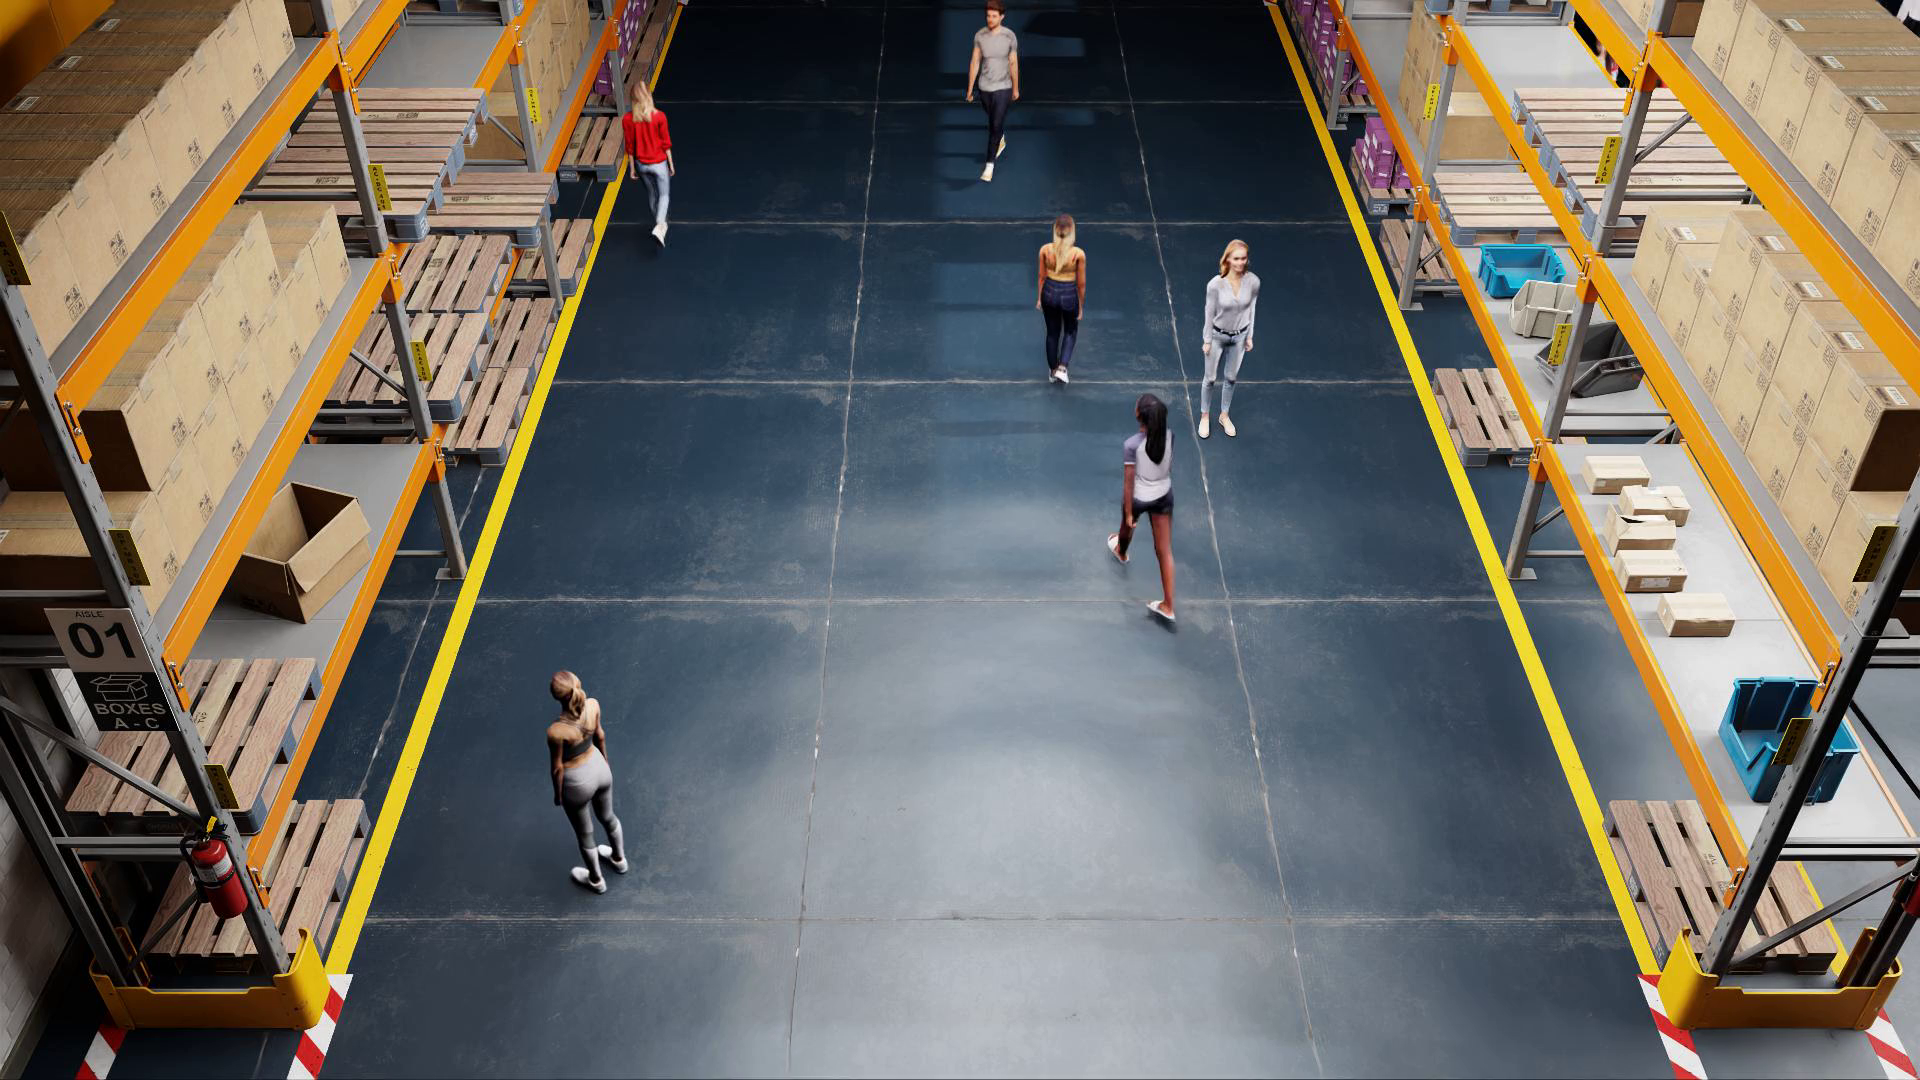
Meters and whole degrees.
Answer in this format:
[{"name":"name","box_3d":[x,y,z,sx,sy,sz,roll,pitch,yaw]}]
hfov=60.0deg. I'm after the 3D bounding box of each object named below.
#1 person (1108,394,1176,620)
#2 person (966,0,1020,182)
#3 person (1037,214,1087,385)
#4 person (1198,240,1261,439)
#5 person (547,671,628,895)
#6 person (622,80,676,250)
[{"name":"person","box_3d":[1.394,-0.204,12.050,0.952,1.654,1.324,-18,42,-21]},{"name":"person","box_3d":[0.393,-4.847,17.714,0.942,1.840,1.293,13,40,15]},{"name":"person","box_3d":[0.855,-2.018,14.350,0.656,1.618,0.783,7,39,8]},{"name":"person","box_3d":[2.207,-1.670,13.773,0.608,1.795,0.543,-4,39,-5]},{"name":"person","box_3d":[-2.242,1.441,9.950,0.697,1.703,0.613,24,45,27]},{"name":"person","box_3d":[-3.032,-3.639,16.325,0.614,1.687,0.919,0,39,0]}]
